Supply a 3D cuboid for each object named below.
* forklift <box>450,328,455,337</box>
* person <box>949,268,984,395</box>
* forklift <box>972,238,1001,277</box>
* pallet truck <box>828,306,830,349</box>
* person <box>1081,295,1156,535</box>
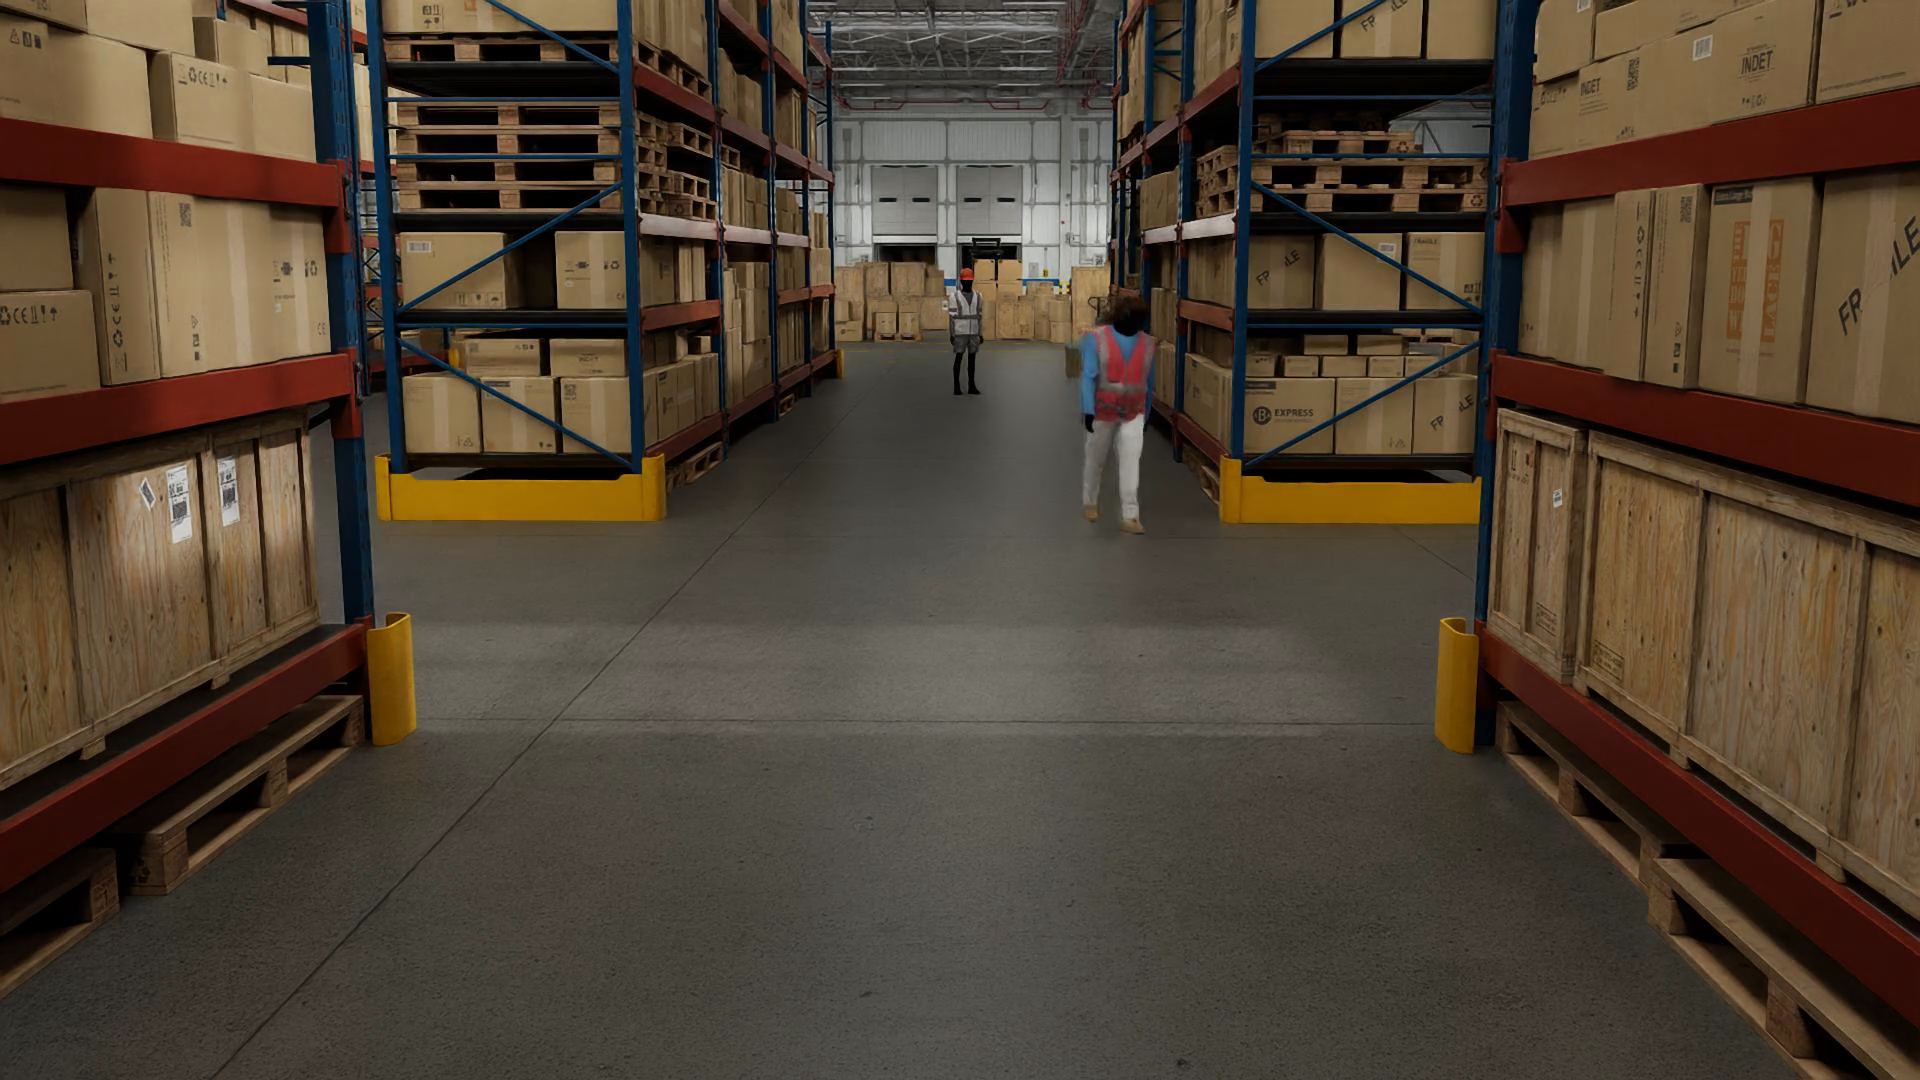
[{"bbox_3d":[-13.011,-6.805,44.325,1.129,2.768,1.873,0,9,1],"label":"forklift"},{"bbox_3d":[0.110,-3.181,25.438,0.552,1.935,0.366,-4,10,-22],"label":"person"},{"bbox_3d":[0.863,-8.497,54.458,1.129,2.768,1.873,0,9,1],"label":"forklift"},{"bbox_3d":[-3.100,-3.940,29.800,1.885,1.965,0.823,3,10,19],"label":"pallet truck"},{"bbox_3d":[1.186,-0.970,12.681,0.641,1.782,0.982,-2,10,-12],"label":"person"}]
